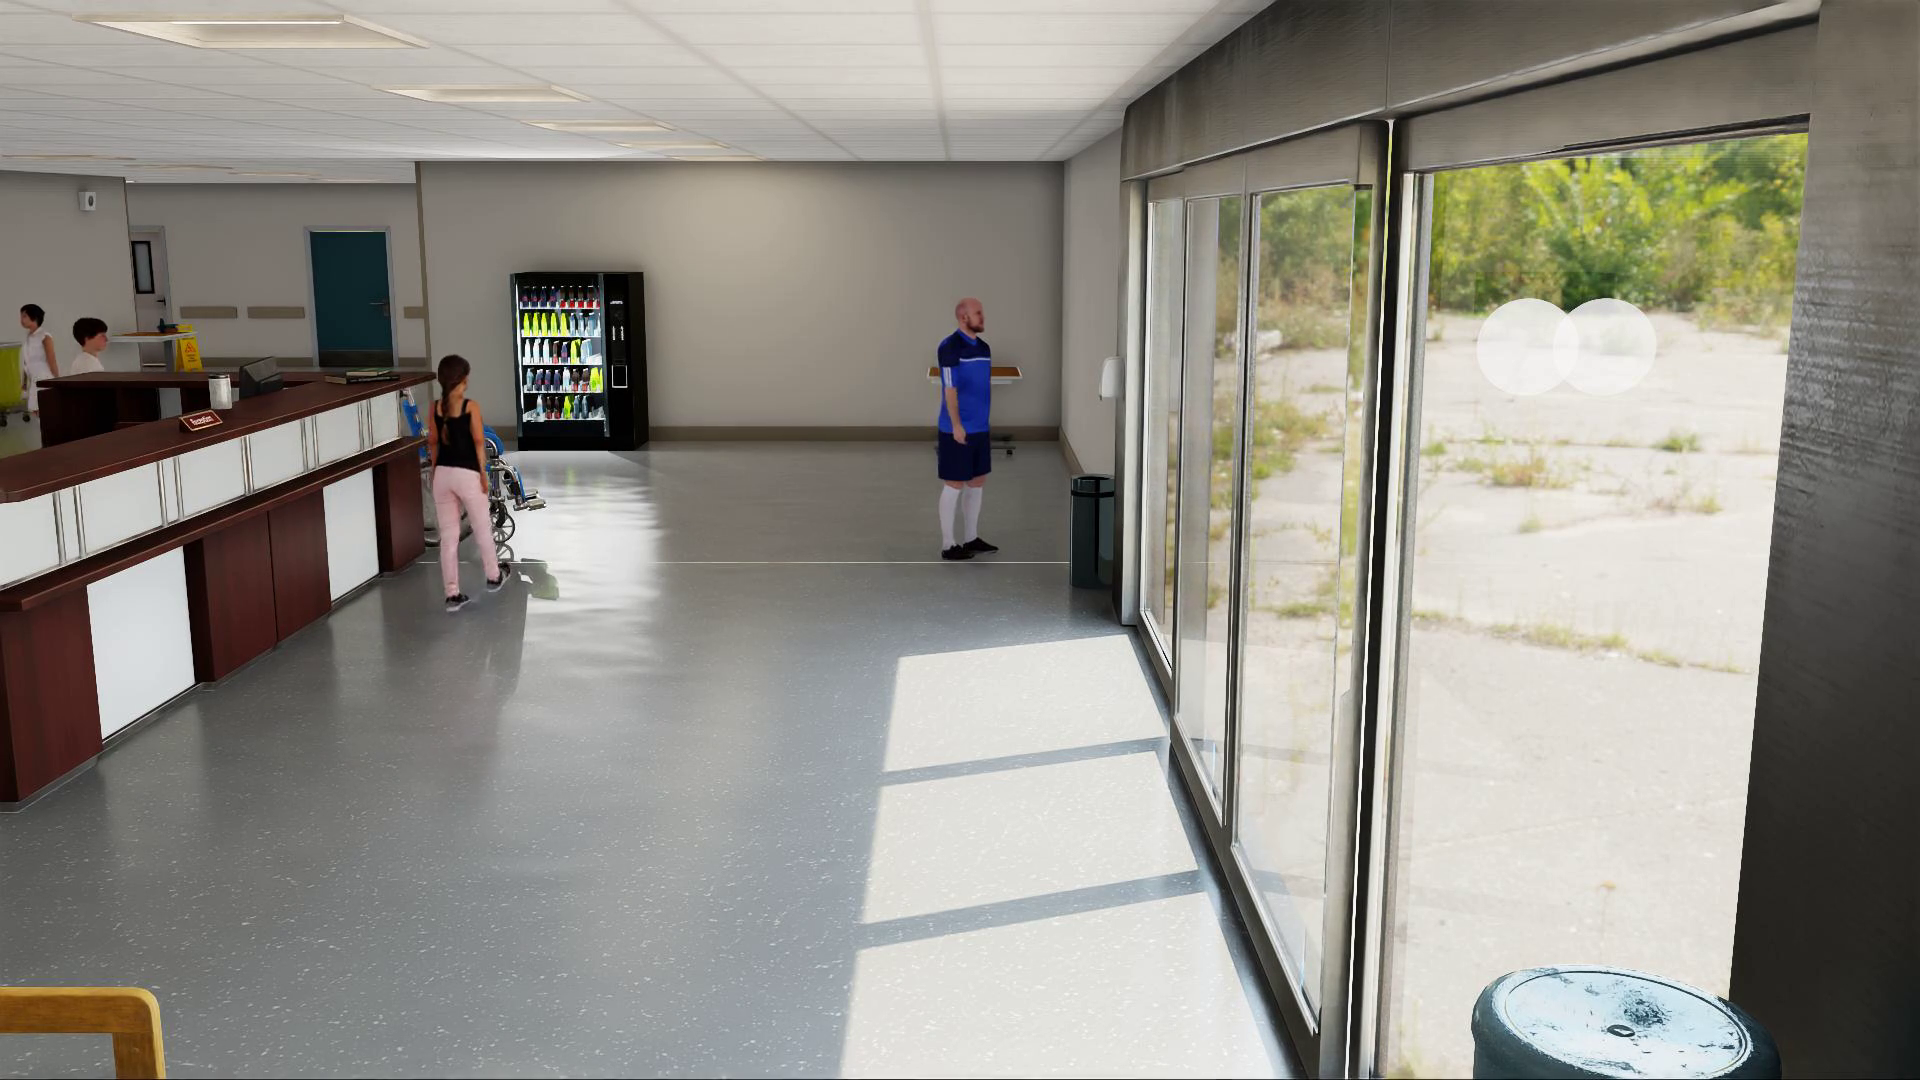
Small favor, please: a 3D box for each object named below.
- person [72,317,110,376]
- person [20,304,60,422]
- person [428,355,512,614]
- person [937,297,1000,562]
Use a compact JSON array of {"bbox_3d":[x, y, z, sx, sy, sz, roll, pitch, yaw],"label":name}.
[{"bbox_3d":[-6.561,-0.821,12.444,1.177,1.624,0.852,-4,11,-19],"label":"person"},{"bbox_3d":[-9.172,-1.600,16.771,0.686,1.541,0.763,7,13,31],"label":"person"},{"bbox_3d":[-3.053,-0.326,10.061,0.877,1.540,0.632,1,11,3],"label":"person"},{"bbox_3d":[0.033,-0.790,11.699,0.792,1.841,0.767,8,13,35],"label":"person"}]
